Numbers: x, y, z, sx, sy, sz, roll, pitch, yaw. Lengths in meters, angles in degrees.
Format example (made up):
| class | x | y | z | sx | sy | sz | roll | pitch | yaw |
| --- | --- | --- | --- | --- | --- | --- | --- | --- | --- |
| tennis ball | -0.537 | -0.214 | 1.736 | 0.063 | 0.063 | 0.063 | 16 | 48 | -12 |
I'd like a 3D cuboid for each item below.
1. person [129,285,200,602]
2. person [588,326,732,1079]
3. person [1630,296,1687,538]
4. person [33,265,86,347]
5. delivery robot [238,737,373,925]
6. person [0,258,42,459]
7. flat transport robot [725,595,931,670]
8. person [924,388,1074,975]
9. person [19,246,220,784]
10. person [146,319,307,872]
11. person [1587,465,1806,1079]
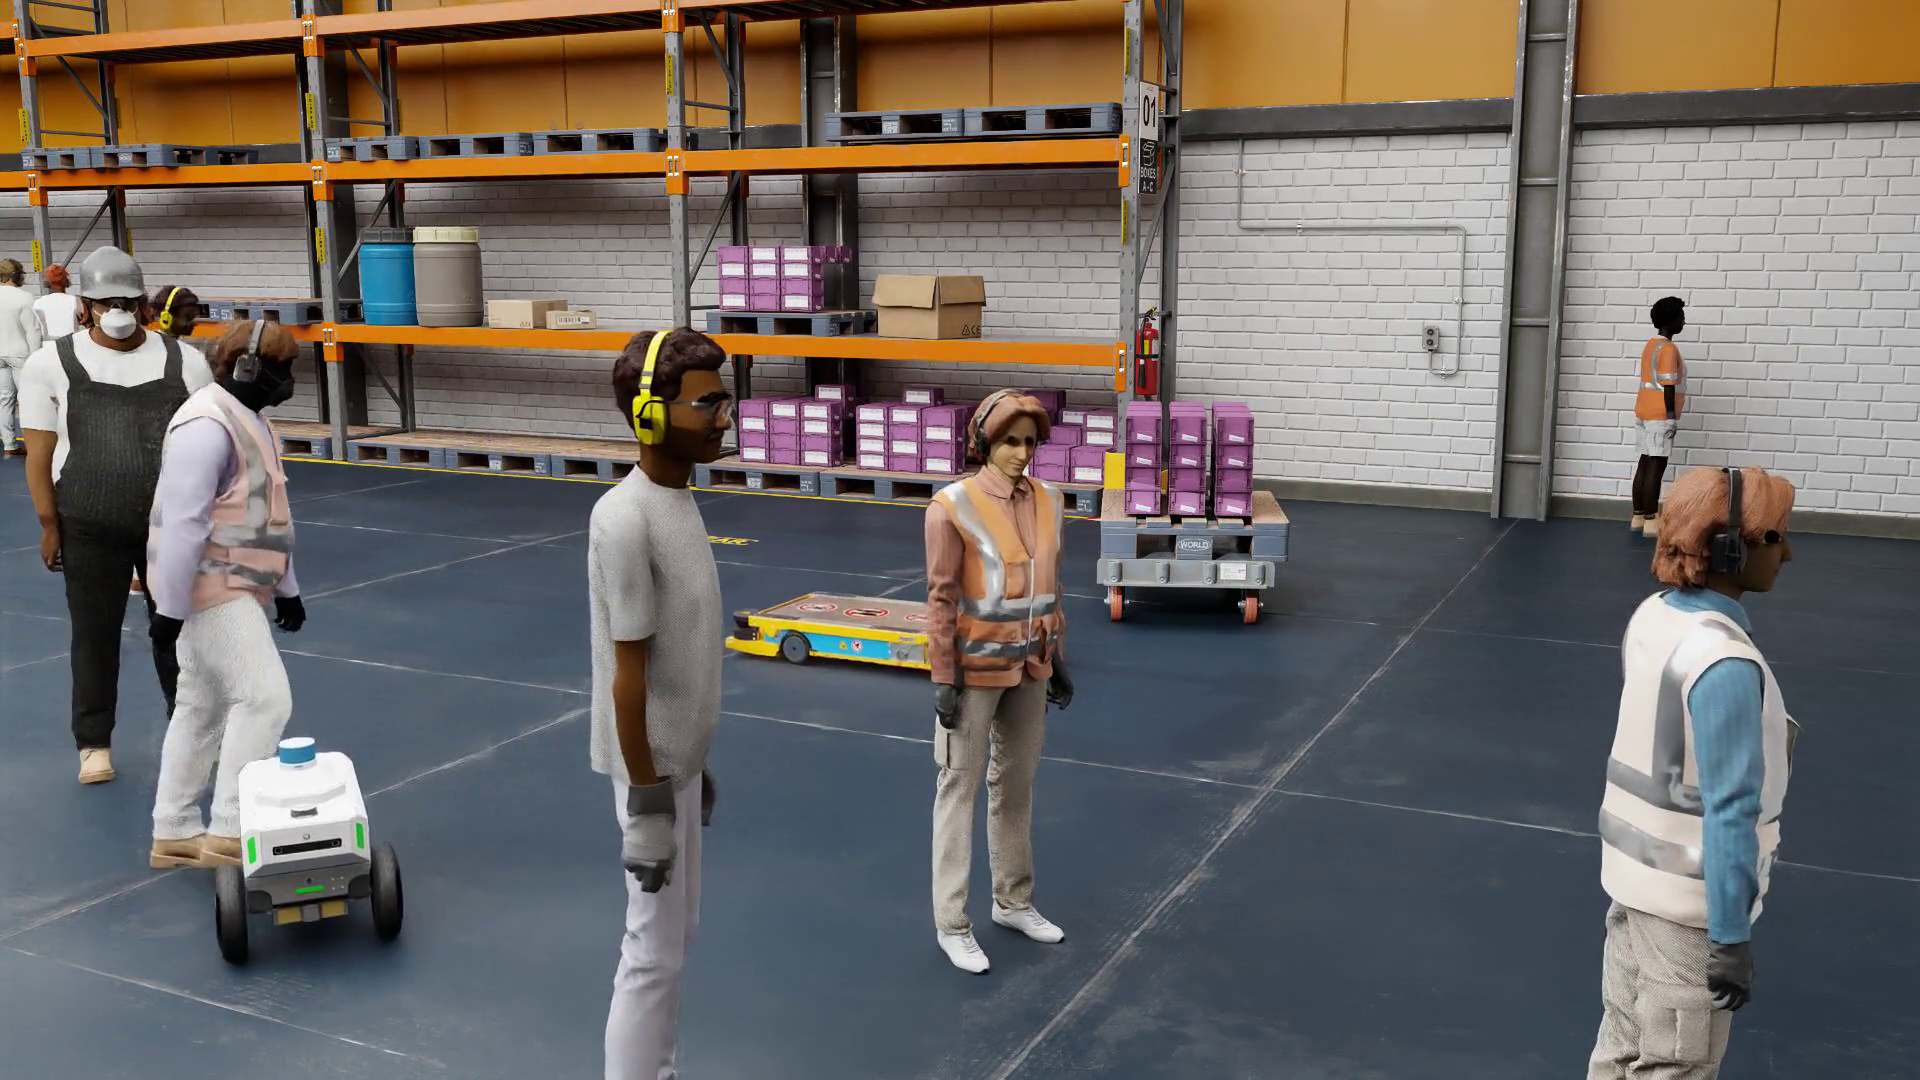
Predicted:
| class | x | y | z | sx | sy | sz | roll | pitch | yaw |
| --- | --- | --- | --- | --- | --- | --- | --- | --- | --- |
| person | -4.544 | -0.542 | 9.527 | 0.610 | 1.827 | 0.411 | 9 | 14 | 43 |
| person | -0.609 | 0.490 | 3.498 | 0.310 | 1.868 | 0.534 | 0 | 10 | 1 |
| person | 4.948 | -0.865 | 11.753 | 0.319 | 1.696 | 0.532 | 1 | 10 | 6 |
| person | -8.678 | -1.719 | 16.132 | 0.578 | 1.878 | 0.347 | -4 | 11 | -22 |
| delivery robot | -1.978 | 0.838 | 4.999 | 0.477 | 0.478 | 0.707 | -4 | 11 | -24 |
| person | -9.120 | -1.741 | 16.073 | 0.629 | 1.940 | 0.379 | 3 | 10 | 18 |
| flat transport robot | -0.385 | 0.458 | 8.254 | 1.431 | 0.197 | 0.652 | 5 | 11 | 25 |
| person | 0.110 | 0.388 | 4.741 | 0.513 | 1.639 | 0.311 | -9 | 13 | -41 |
| person | -3.163 | -0.099 | 6.378 | 0.684 | 2.000 | 0.535 | -7 | 12 | -36 |
| person | -2.411 | 0.183 | 5.459 | 0.611 | 1.796 | 0.650 | -3 | 10 | -16 |
| person | 1.354 | 0.673 | 3.111 | 0.310 | 1.638 | 0.523 | 1 | 10 | 6 |
